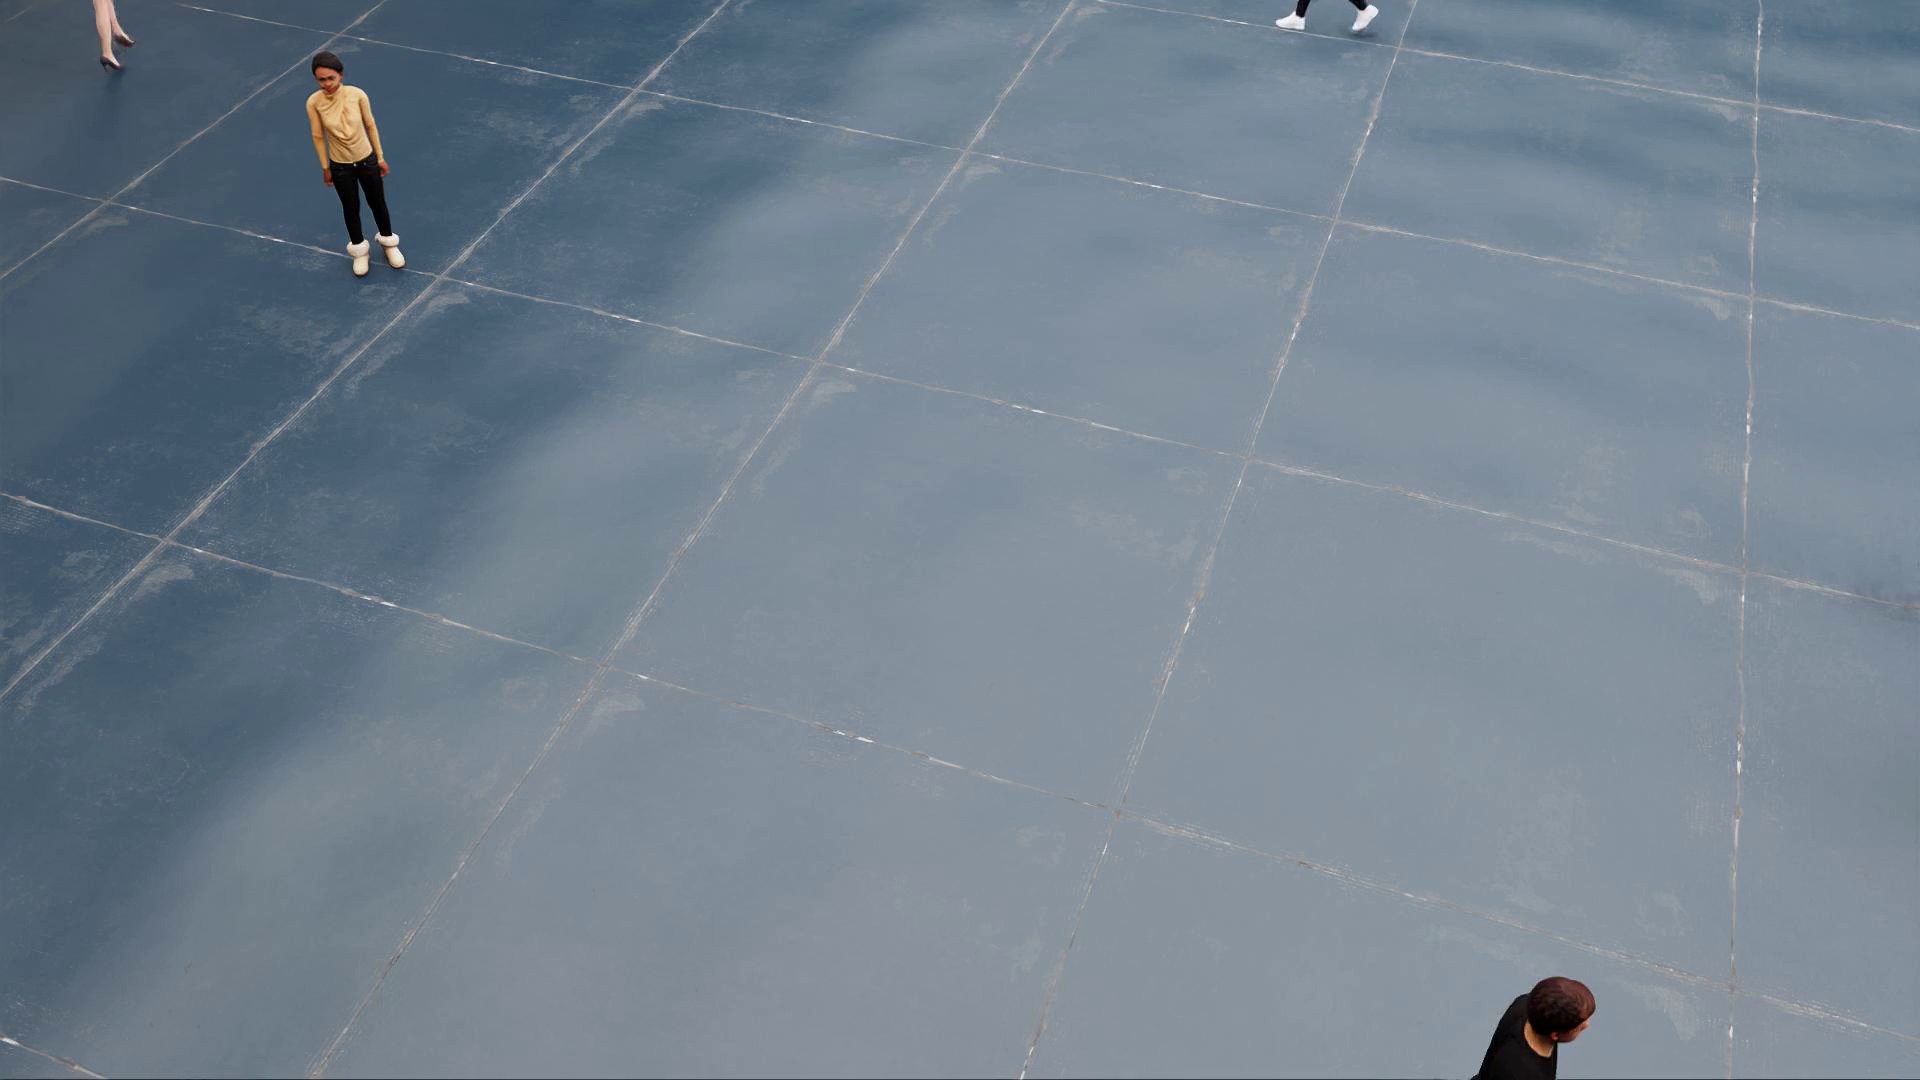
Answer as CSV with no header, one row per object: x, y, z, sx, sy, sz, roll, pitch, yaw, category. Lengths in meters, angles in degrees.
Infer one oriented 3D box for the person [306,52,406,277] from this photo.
-4.271,-2.661,11.706,0.675,1.659,0.744,-16,45,-16,person

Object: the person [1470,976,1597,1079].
1.965,2.216,6.372,1.237,1.811,0.827,7,44,8,person

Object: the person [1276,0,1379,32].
3.294,-5.141,14.400,1.159,1.607,0.789,3,43,4,person
